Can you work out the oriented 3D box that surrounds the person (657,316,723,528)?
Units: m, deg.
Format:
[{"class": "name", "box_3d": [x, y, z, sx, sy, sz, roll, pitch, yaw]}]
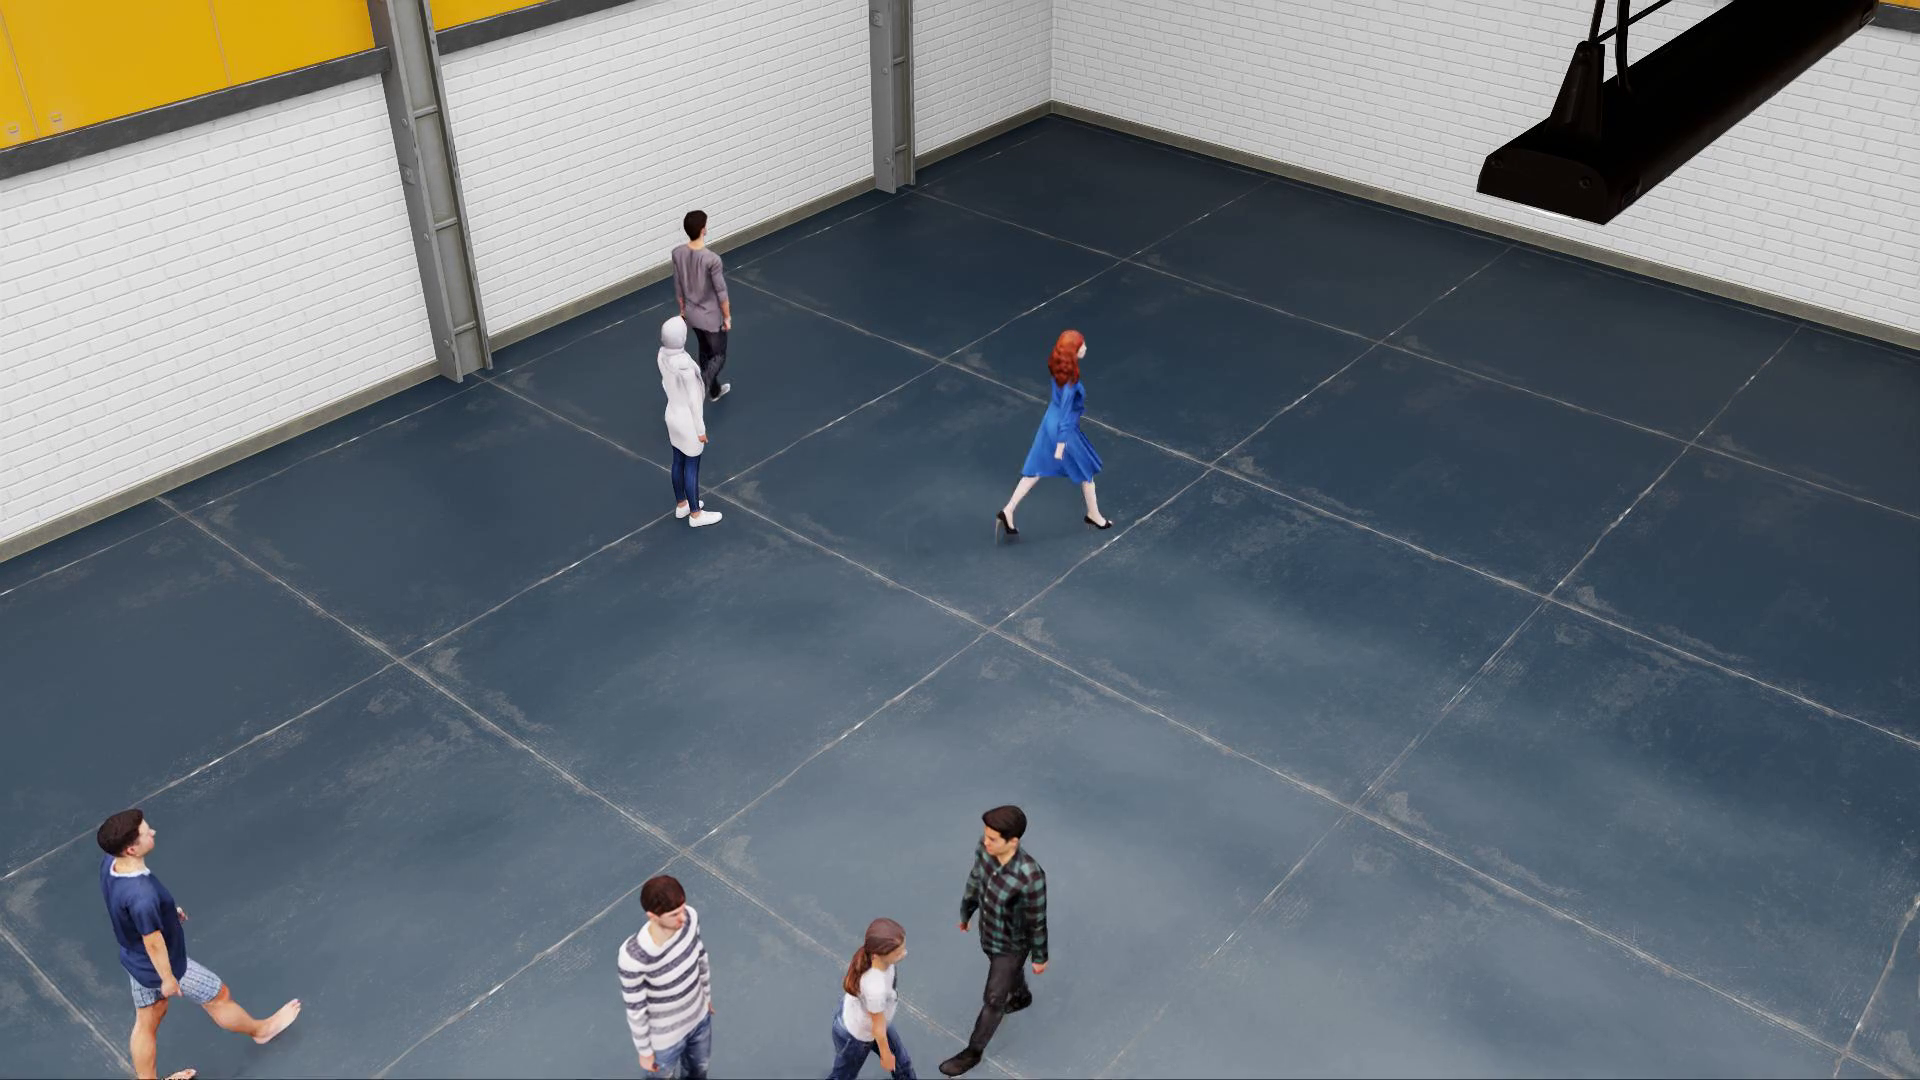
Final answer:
[{"class": "person", "box_3d": [-2.150, -0.920, 12.937, 0.594, 1.775, 0.654, -23, 40, -31]}]

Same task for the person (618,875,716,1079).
[{"class": "person", "box_3d": [-1.403, 2.305, 8.021, 0.704, 1.845, 0.454, 23, 40, 31]}]

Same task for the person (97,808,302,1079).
[{"class": "person", "box_3d": [-4.091, 2.137, 8.313, 0.629, 1.802, 1.072, 25, 41, 32]}]

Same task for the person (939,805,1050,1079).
[{"class": "person", "box_3d": [0.273, 2.014, 8.757, 1.059, 1.685, 0.878, -21, 39, -28]}]

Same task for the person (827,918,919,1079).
[{"class": "person", "box_3d": [-0.528, 2.399, 8.186, 0.966, 1.506, 1.006, 0, 34, -1]}]

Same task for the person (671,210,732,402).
[{"class": "person", "box_3d": [-2.260, -1.933, 14.409, 0.808, 1.831, 1.044, 16, 37, 23]}]

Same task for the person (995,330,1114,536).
[{"class": "person", "box_3d": [0.670, -0.758, 12.694, 1.239, 1.774, 1.055, -8, 35, -12]}]
